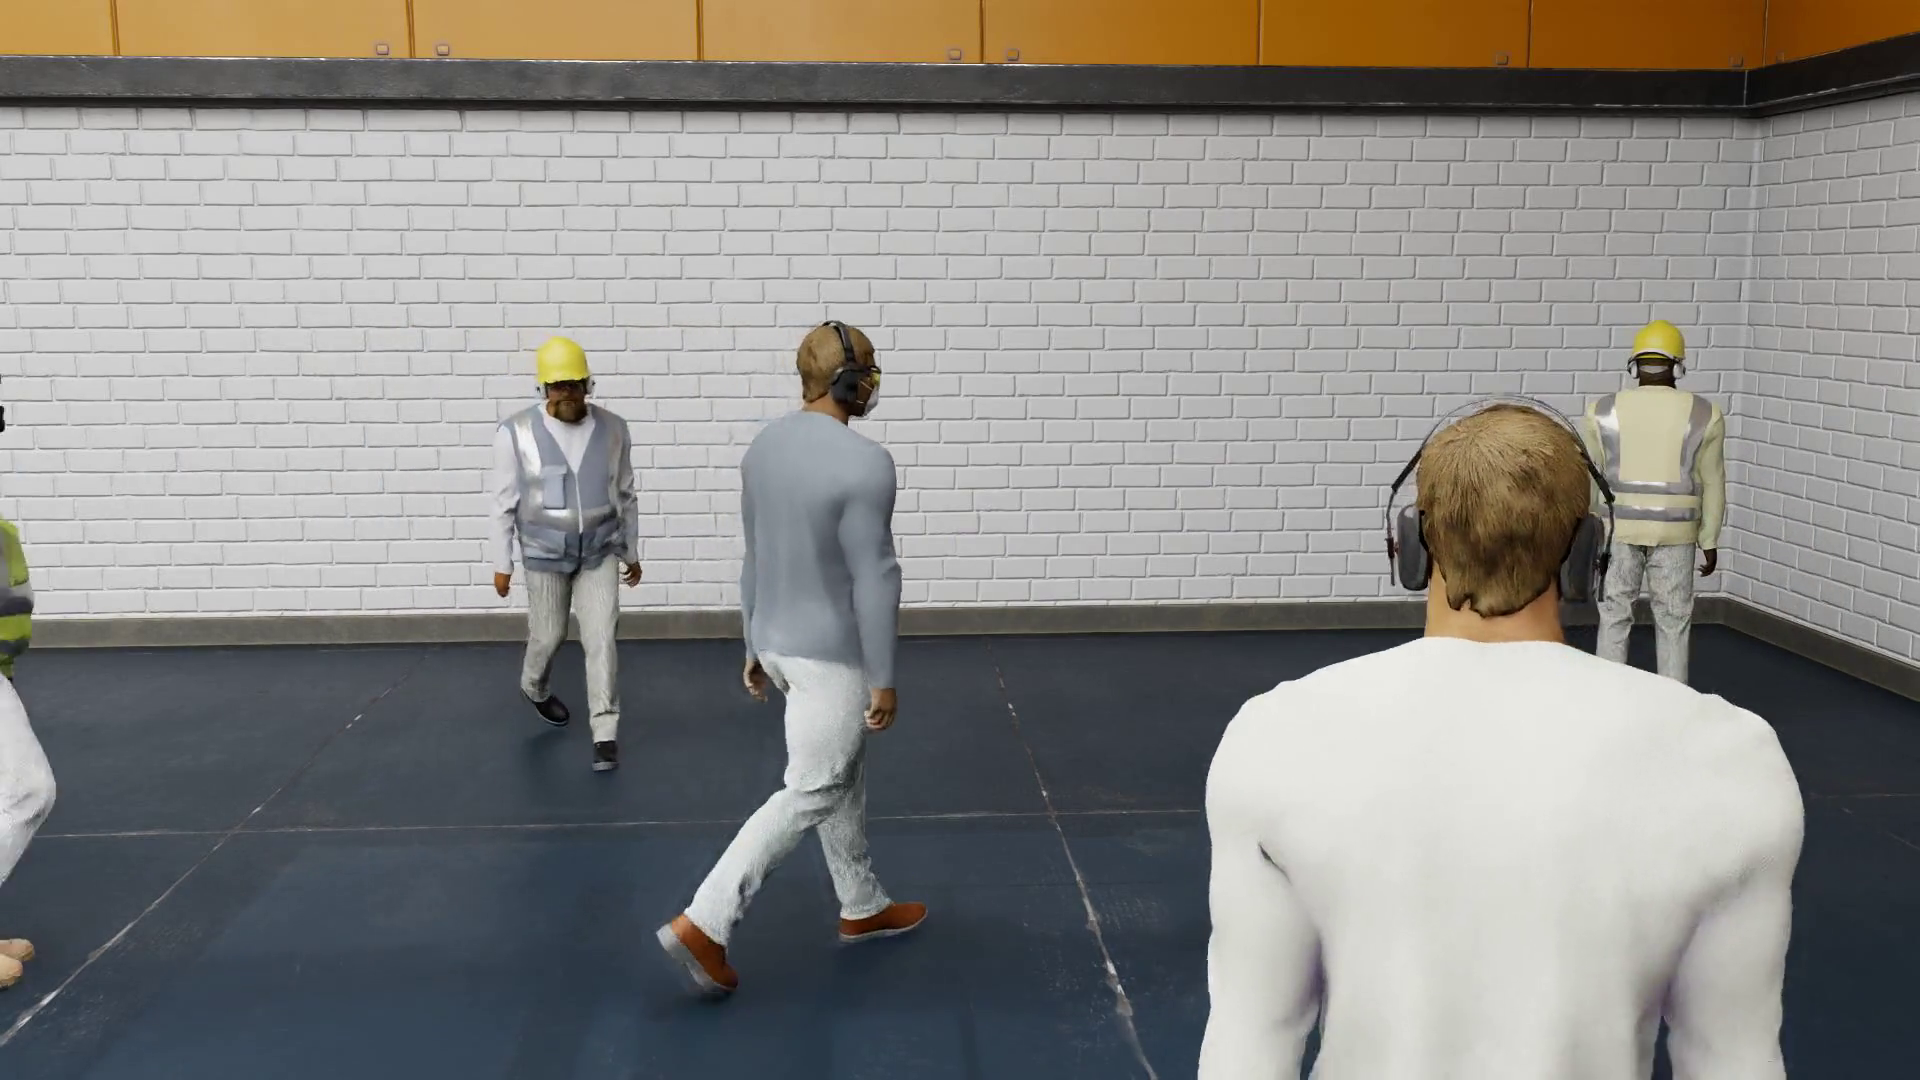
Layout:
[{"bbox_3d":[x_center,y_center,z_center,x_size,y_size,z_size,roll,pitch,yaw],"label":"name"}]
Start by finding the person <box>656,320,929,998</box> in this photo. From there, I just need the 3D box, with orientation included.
[{"bbox_3d":[-0.474,0.331,4.741,0.924,1.910,0.639,-7,11,-37],"label":"person"}]

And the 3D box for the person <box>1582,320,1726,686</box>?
[{"bbox_3d":[2.998,-0.037,7.253,0.601,1.827,0.403,4,10,23],"label":"person"}]

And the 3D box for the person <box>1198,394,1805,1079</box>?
[{"bbox_3d":[0.574,0.787,1.871,0.631,1.905,0.966,4,10,21],"label":"person"}]

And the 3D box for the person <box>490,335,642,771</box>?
[{"bbox_3d":[-1.669,0.023,7.023,0.631,1.791,0.837,-4,10,-24],"label":"person"}]

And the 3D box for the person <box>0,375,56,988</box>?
[{"bbox_3d":[-2.837,0.373,4.699,0.443,1.826,0.645,-6,11,-34],"label":"person"}]
